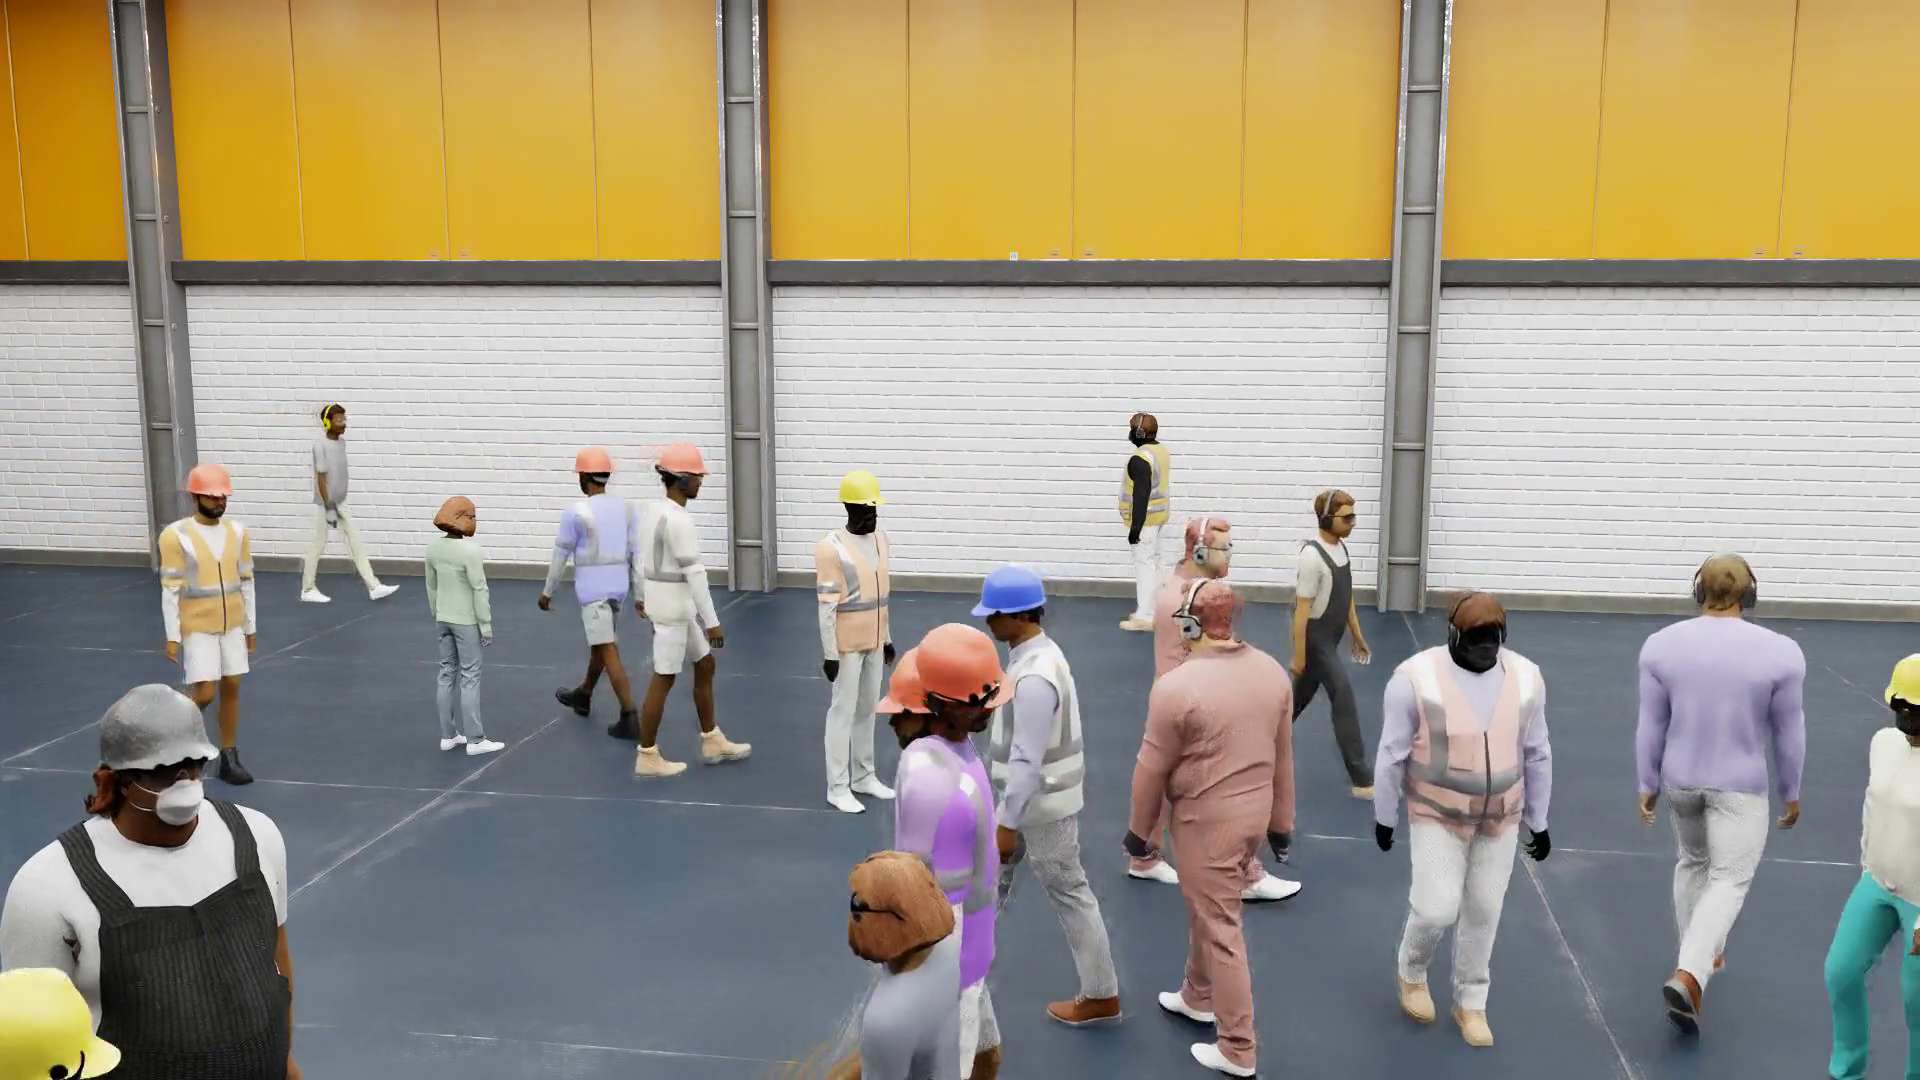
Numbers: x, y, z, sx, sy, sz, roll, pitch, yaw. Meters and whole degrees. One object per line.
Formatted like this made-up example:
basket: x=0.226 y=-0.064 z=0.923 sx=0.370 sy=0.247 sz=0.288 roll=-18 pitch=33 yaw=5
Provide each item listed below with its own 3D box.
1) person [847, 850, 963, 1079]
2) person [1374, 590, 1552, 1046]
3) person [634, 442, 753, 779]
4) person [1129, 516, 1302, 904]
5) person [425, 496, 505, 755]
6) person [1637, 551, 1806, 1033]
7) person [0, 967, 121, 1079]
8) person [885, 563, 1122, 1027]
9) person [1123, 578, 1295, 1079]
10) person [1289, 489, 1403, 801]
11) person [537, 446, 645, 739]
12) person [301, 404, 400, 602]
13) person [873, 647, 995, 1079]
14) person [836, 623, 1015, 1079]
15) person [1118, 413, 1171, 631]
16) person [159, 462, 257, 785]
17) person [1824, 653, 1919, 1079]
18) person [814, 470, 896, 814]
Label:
person: x=-0.155 y=1.554 z=4.176 sx=0.338 sy=1.617 sz=0.524 roll=3 pitch=10 yaw=17
person: x=1.966 y=1.079 z=6.514 sx=0.667 sy=1.821 sz=0.435 roll=-1 pitch=9 yaw=-7
person: x=-1.580 y=0.425 z=9.952 sx=0.891 sy=2.004 sz=0.629 roll=-3 pitch=10 yaw=-18
person: x=1.253 y=0.815 z=8.035 sx=0.955 sy=1.861 sz=0.644 roll=3 pitch=10 yaw=16
person: x=-3.136 y=0.532 z=10.464 sx=0.499 sy=1.633 sz=0.279 roll=6 pitch=11 yaw=32
person: x=3.040 y=1.000 z=6.765 sx=0.630 sy=1.906 sz=0.904 roll=9 pitch=13 yaw=42
person: x=-1.727 y=1.649 z=3.049 sx=0.445 sy=1.808 sz=0.611 roll=-5 pitch=10 yaw=-26
person: x=0.195 y=1.027 z=6.627 sx=0.998 sy=1.883 sz=0.627 roll=0 pitch=9 yaw=0
person: x=0.897 y=1.071 z=6.388 sx=0.641 sy=1.874 sz=0.803 roll=-8 pitch=12 yaw=-40
person: x=2.093 y=0.591 z=9.645 sx=0.974 sy=1.801 sz=0.516 roll=5 pitch=10 yaw=27
person: x=-2.398 y=0.328 z=10.960 sx=1.013 sy=1.874 sz=0.554 roll=7 pitch=12 yaw=37
person: x=-5.638 y=-0.319 z=15.138 sx=0.956 sy=1.818 sz=0.558 roll=2 pitch=9 yaw=11
person: x=0.021 y=1.263 z=5.116 sx=0.828 sy=1.913 sz=0.552 roll=0 pitch=9 yaw=0
person: x=-0.149 y=1.215 z=5.158 sx=0.852 sy=2.005 sz=0.621 roll=0 pitch=9 yaw=2
person: x=1.549 y=-0.155 z=14.067 sx=0.430 sy=1.845 sz=0.624 roll=4 pitch=10 yaw=24
person: x=-4.429 y=0.493 z=9.812 sx=0.500 sy=1.926 sz=0.572 roll=7 pitch=11 yaw=35
person: x=3.257 y=1.236 z=5.761 sx=0.508 sy=1.746 sz=0.537 roll=-2 pitch=9 yaw=-12
person: x=-0.563 y=0.561 z=9.386 sx=0.371 sy=1.925 sz=0.595 roll=6 pitch=11 yaw=33
